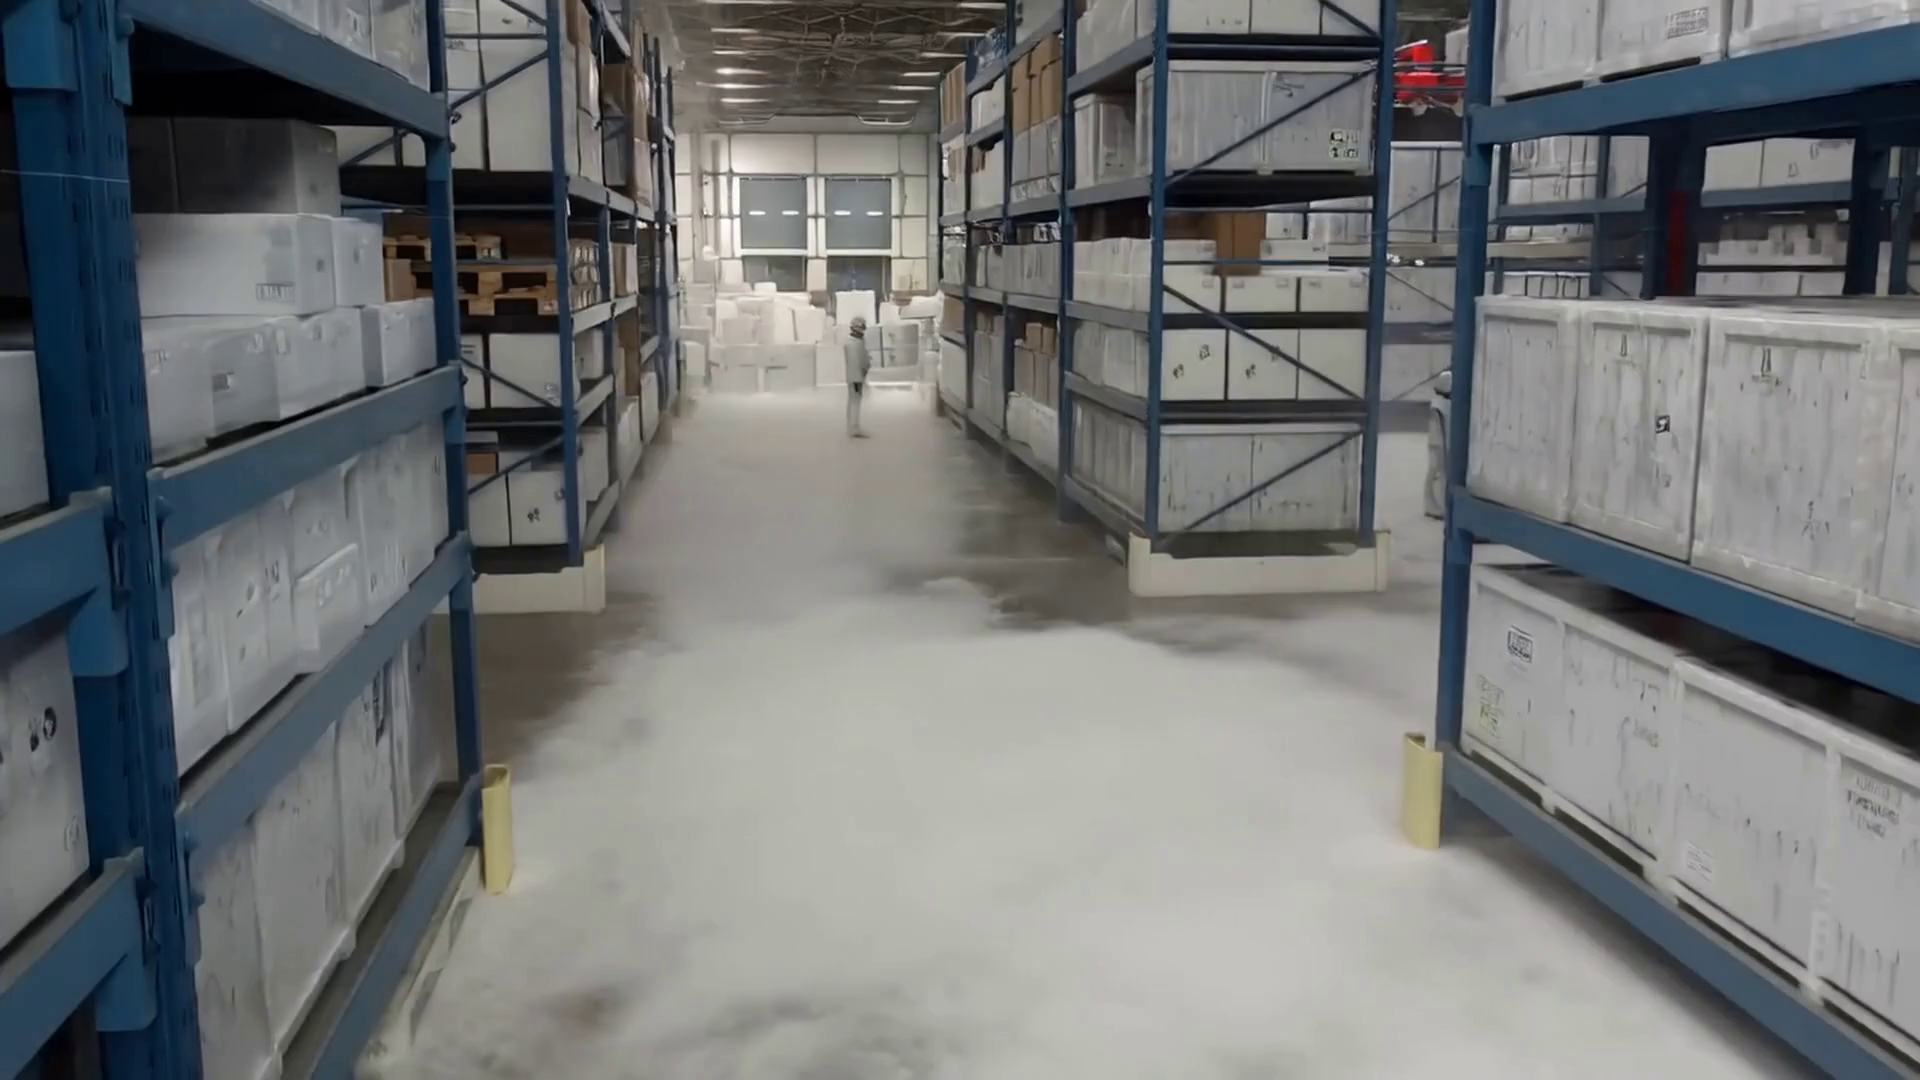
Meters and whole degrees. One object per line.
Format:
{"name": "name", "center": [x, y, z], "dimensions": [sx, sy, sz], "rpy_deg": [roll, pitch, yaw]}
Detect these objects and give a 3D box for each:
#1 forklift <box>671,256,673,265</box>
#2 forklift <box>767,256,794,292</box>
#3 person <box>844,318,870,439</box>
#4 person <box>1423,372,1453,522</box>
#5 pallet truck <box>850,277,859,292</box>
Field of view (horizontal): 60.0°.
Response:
{"name": "forklift", "center": [-10.987, -9.066, 61.344], "dimensions": [1.129, 2.768, 1.873], "rpy_deg": [-1, 10, -7]}
{"name": "forklift", "center": [-6.491, -8.921, 60.499], "dimensions": [1.129, 2.768, 1.873], "rpy_deg": [-6, 12, -33]}
{"name": "person", "center": [-1.621, -2.547, 26.225], "dimensions": [0.401, 1.910, 0.640], "rpy_deg": [-1, 10, -5]}
{"name": "person", "center": [5.235, -1.017, 18.108], "dimensions": [0.285, 1.634, 0.499], "rpy_deg": [-1, 10, -5]}
{"name": "pallet truck", "center": [-3.782, -9.391, 65.808], "dimensions": [1.885, 1.965, 0.823], "rpy_deg": [2, 10, 10]}
